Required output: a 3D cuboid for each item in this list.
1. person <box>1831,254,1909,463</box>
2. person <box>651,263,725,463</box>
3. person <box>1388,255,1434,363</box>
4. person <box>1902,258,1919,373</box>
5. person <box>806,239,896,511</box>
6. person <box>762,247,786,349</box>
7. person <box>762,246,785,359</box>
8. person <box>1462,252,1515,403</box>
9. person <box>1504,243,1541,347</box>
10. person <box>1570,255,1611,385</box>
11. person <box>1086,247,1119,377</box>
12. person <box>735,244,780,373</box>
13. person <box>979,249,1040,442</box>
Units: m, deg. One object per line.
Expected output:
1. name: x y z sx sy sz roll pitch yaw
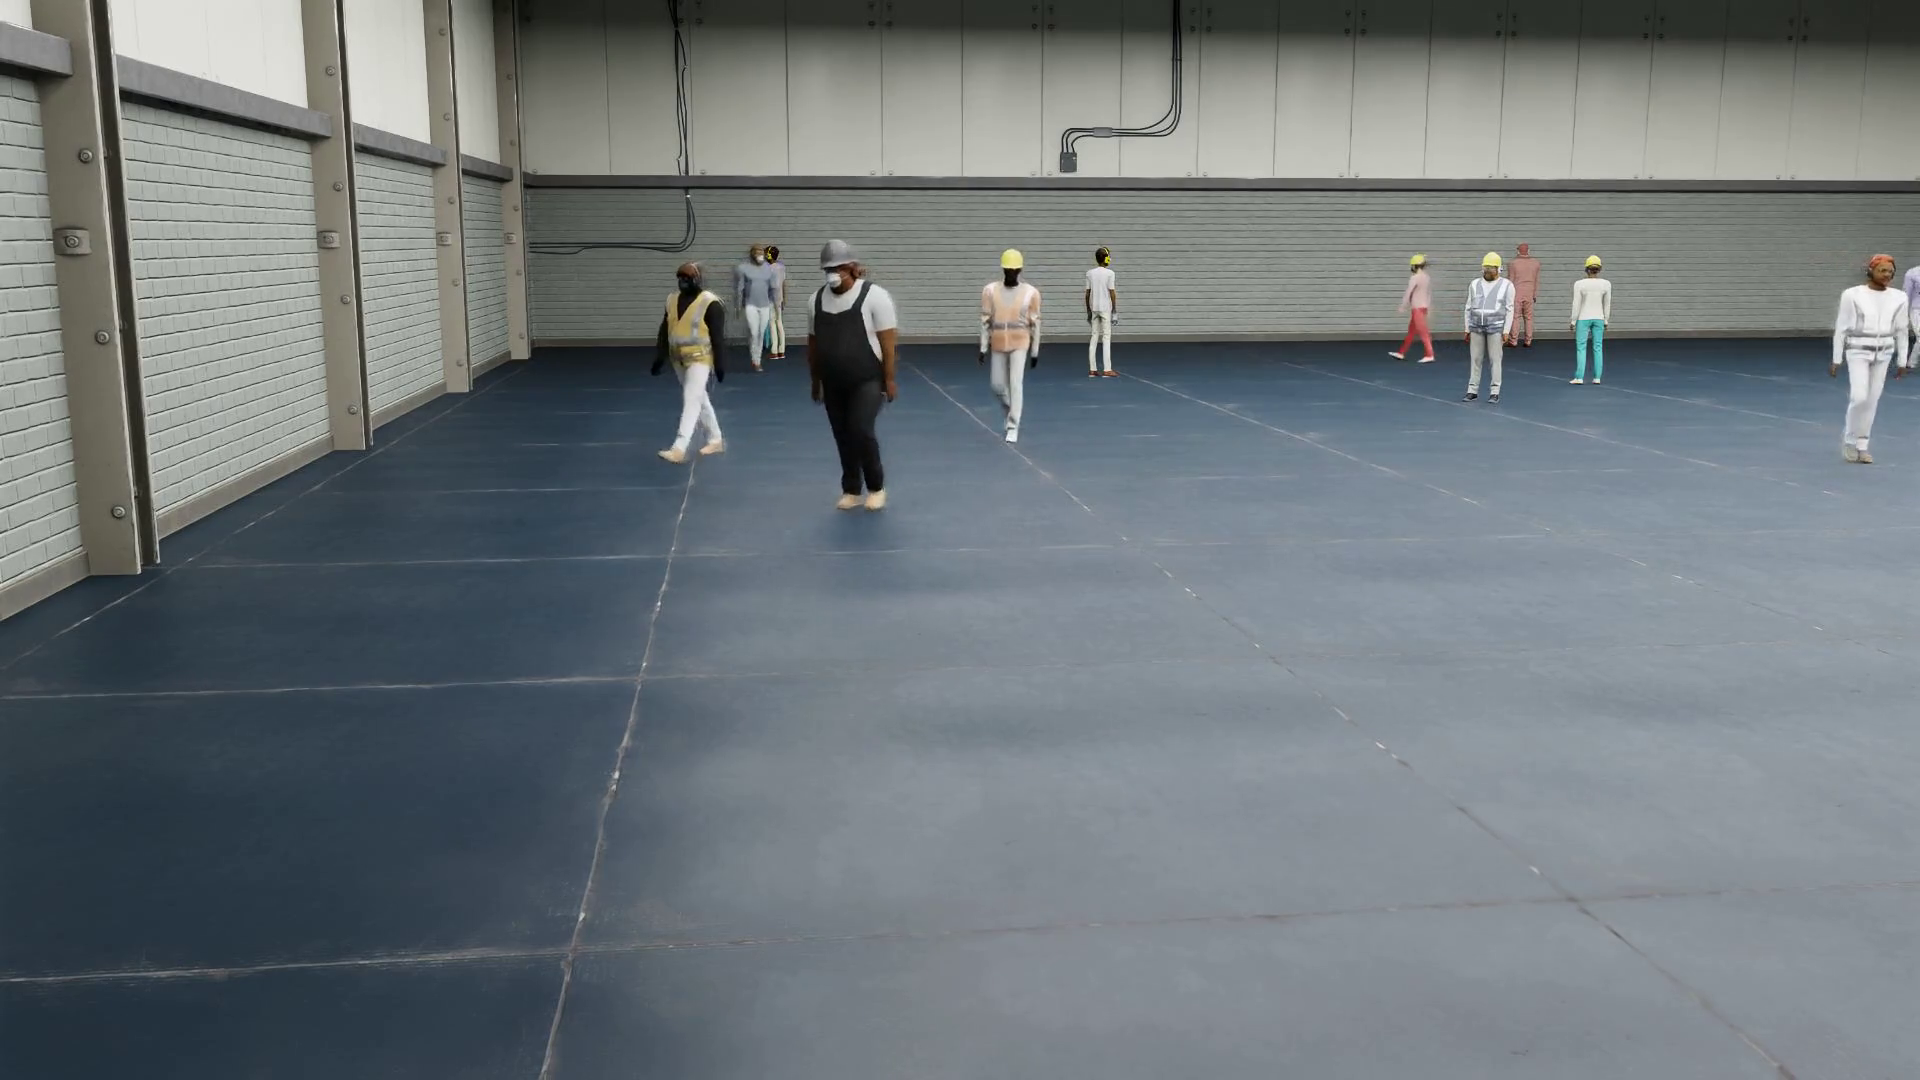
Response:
1. person: 8.132 -1.605 14.832 0.615 1.868 0.452 1 10 3
2. person: -2.452 -1.617 15.146 0.640 1.793 0.978 8 13 37
3. person: 7.347 -3.737 26.937 0.913 1.724 0.541 9 14 40
4. person: 14.170 -3.367 24.474 0.644 1.879 1.050 1 10 5
5. person: -0.821 -1.222 12.273 0.701 2.000 0.561 5 11 26
6. person: -3.422 -4.370 30.071 0.563 1.843 0.390 -3 11 -15
7. person: -3.118 -3.954 27.719 0.322 1.871 0.531 5 12 27
8. person: 6.454 -2.594 20.356 0.590 1.837 0.404 7 13 36
9. person: 10.293 -4.481 30.524 0.638 1.902 0.407 -2 11 -11
10. person: 8.631 -3.006 22.805 0.533 1.768 0.311 -1 10 -3
11. person: 2.053 -3.290 24.077 0.517 1.873 0.328 8 13 36
12. person: -2.977 -3.436 24.750 0.651 1.909 0.840 -5 11 -25
13. person: 0.516 -1.946 16.615 0.606 1.904 0.635 3 11 16
